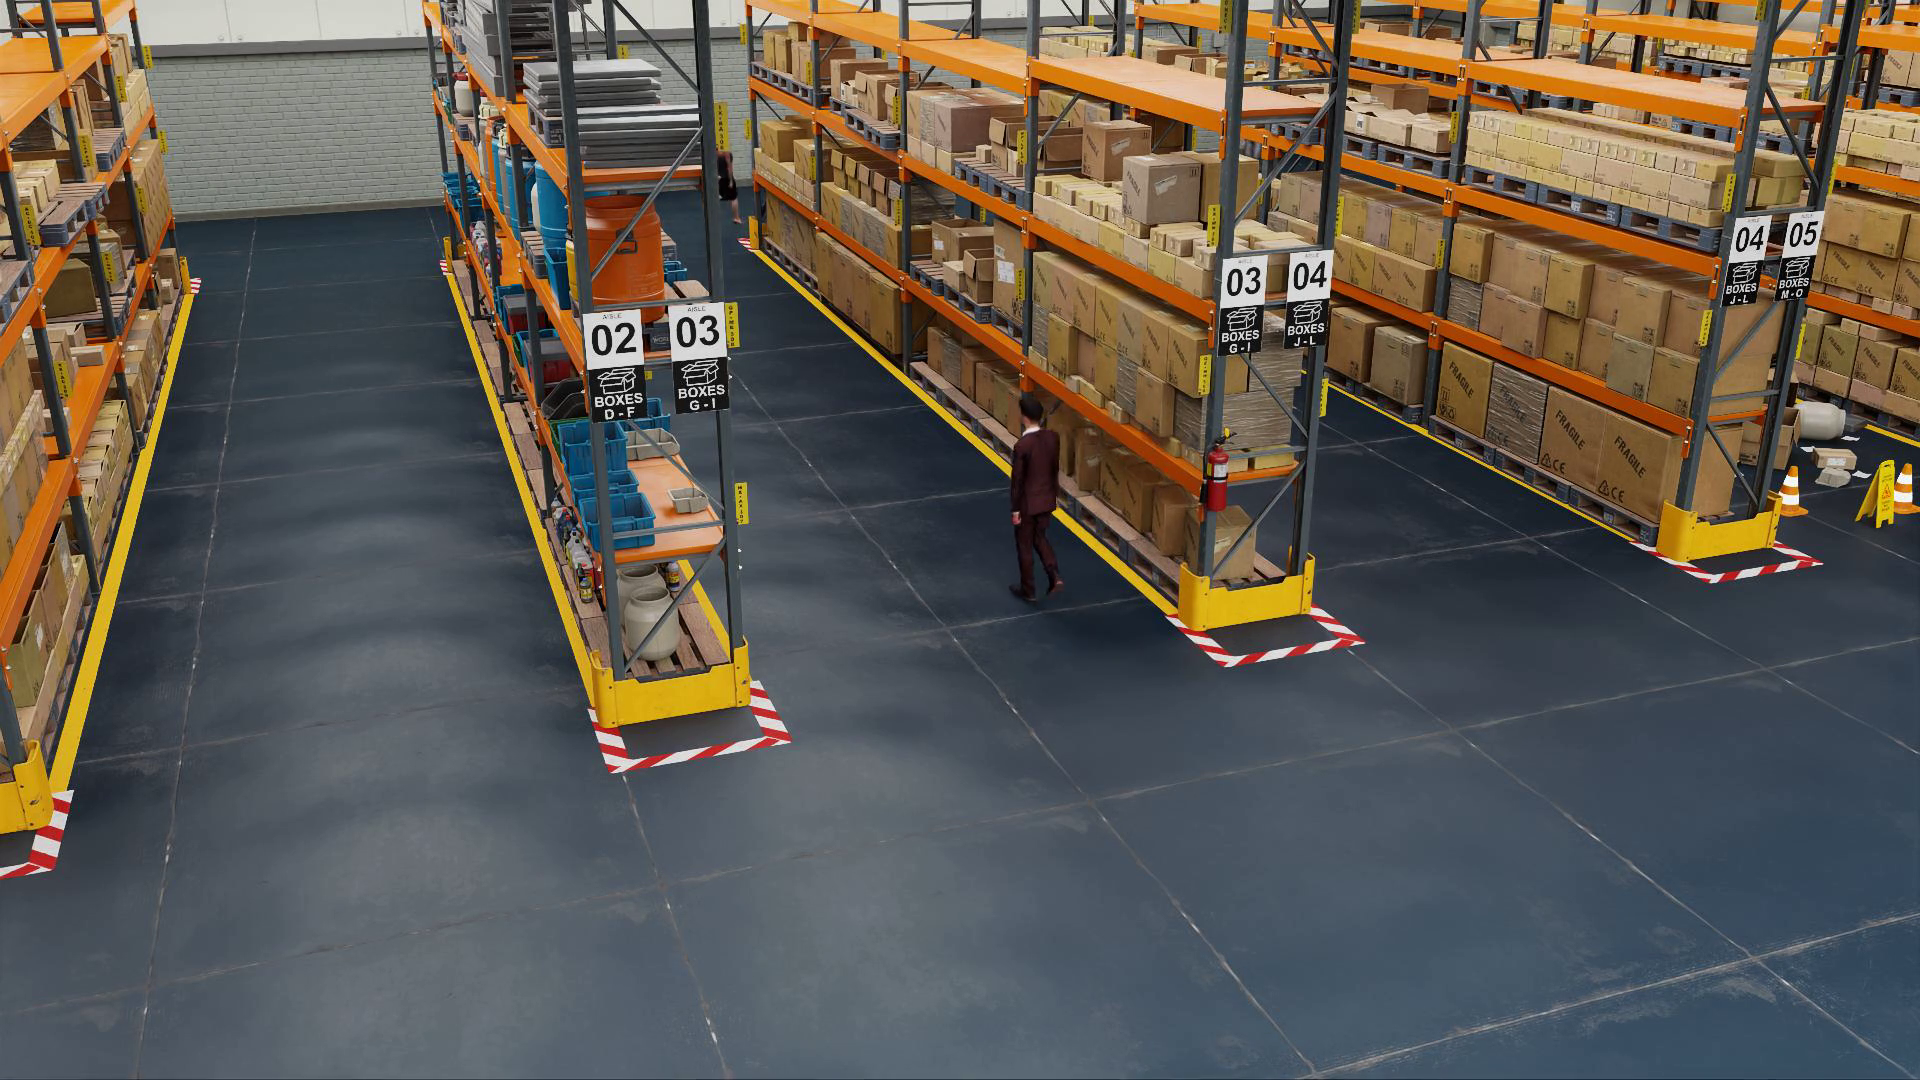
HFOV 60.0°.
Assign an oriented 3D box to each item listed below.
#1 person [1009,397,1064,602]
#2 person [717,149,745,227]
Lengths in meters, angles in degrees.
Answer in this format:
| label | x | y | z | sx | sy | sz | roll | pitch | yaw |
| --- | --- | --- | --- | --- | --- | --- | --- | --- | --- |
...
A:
| label | x | y | z | sx | sy | sz | roll | pitch | yaw |
| --- | --- | --- | --- | --- | --- | --- | --- | --- | --- |
| person | 0.697 | -0.310 | 14.358 | 0.841 | 1.853 | 0.923 | -17 | 28 | -36 |
| person | -4.199 | -6.329 | 29.254 | 1.007 | 1.717 | 0.932 | 18 | 29 | 38 |
